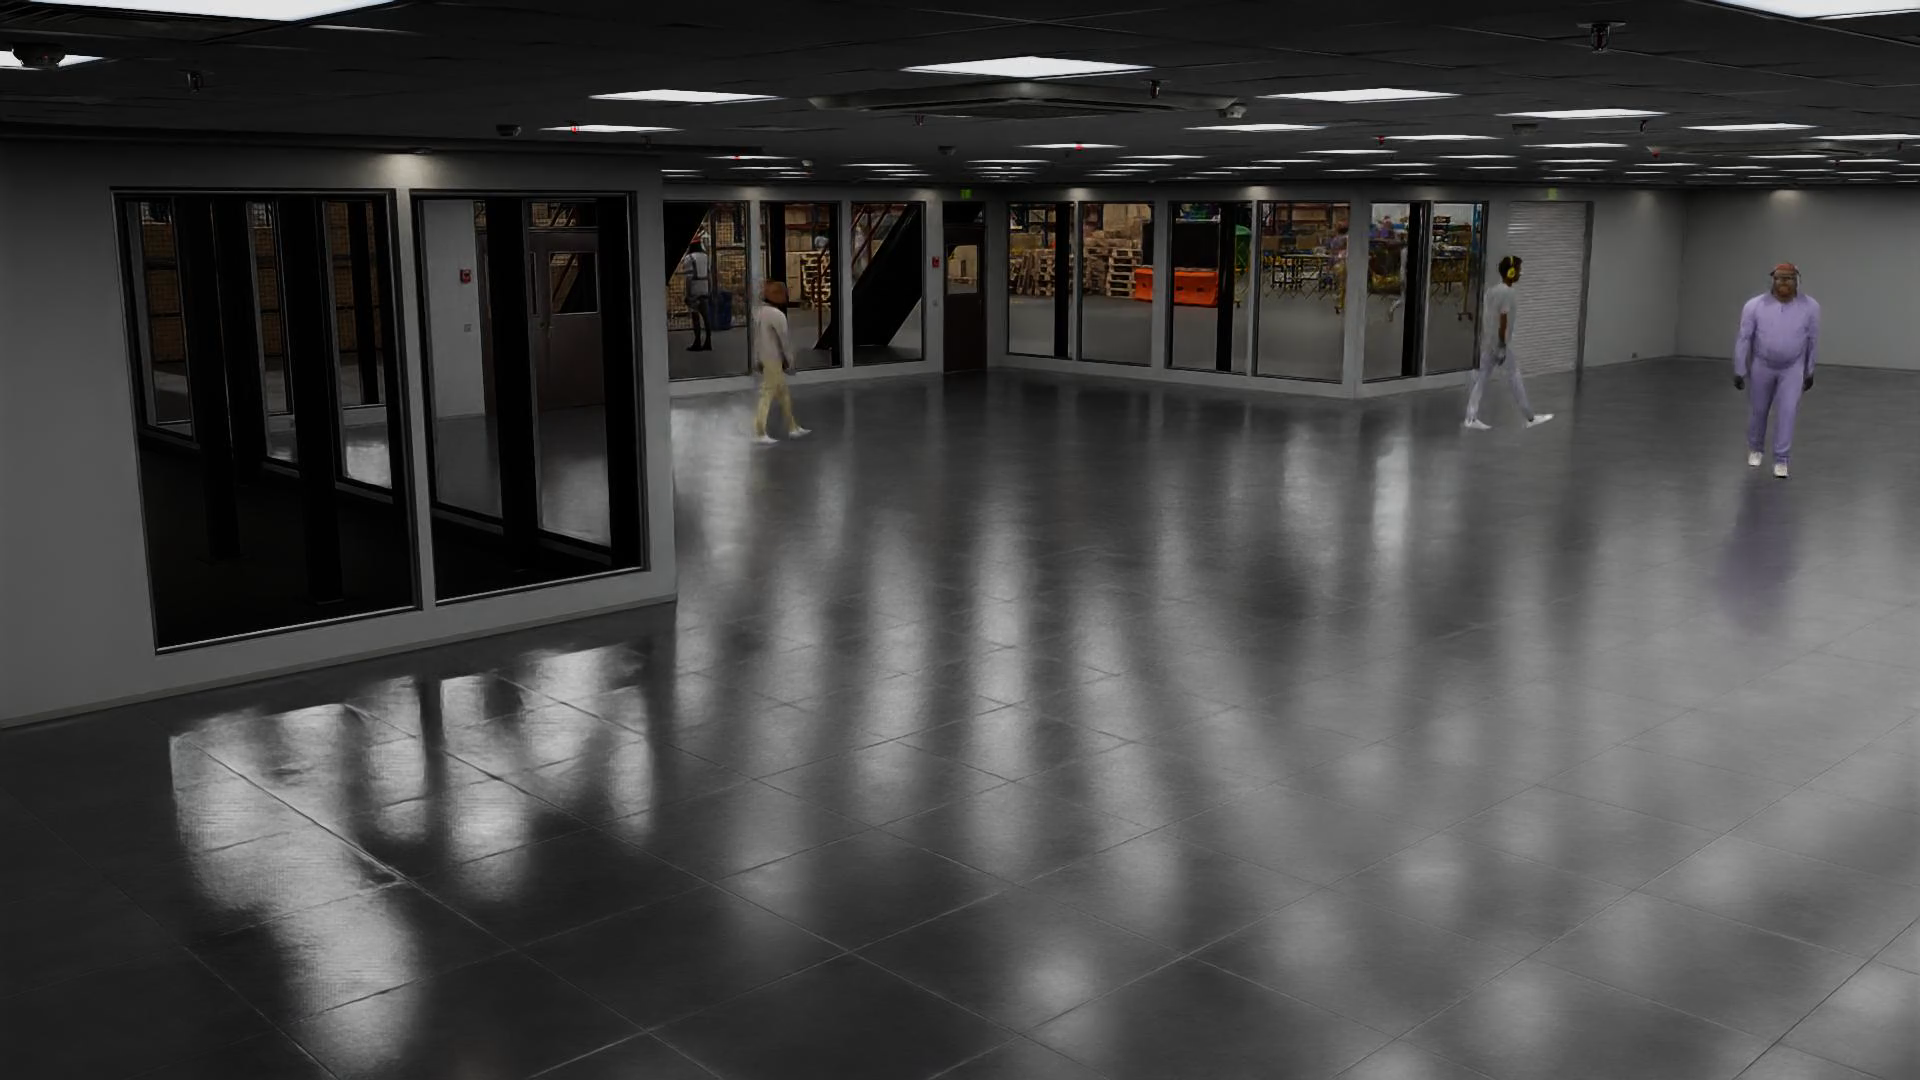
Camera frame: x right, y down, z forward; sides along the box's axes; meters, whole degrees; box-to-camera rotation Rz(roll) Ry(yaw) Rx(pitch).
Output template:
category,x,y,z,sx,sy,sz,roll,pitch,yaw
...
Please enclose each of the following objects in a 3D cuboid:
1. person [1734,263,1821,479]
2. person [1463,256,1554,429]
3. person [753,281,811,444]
category,x,y,z,sx,sy,sz,roll,pitch,yaw
person,7.214,-1.522,14.738,0.662,1.859,0.999,5,12,22
person,5.772,-2.057,17.482,0.957,1.818,0.554,-1,11,-3
person,-1.749,-1.766,16.551,0.761,1.600,0.534,-5,13,-26
